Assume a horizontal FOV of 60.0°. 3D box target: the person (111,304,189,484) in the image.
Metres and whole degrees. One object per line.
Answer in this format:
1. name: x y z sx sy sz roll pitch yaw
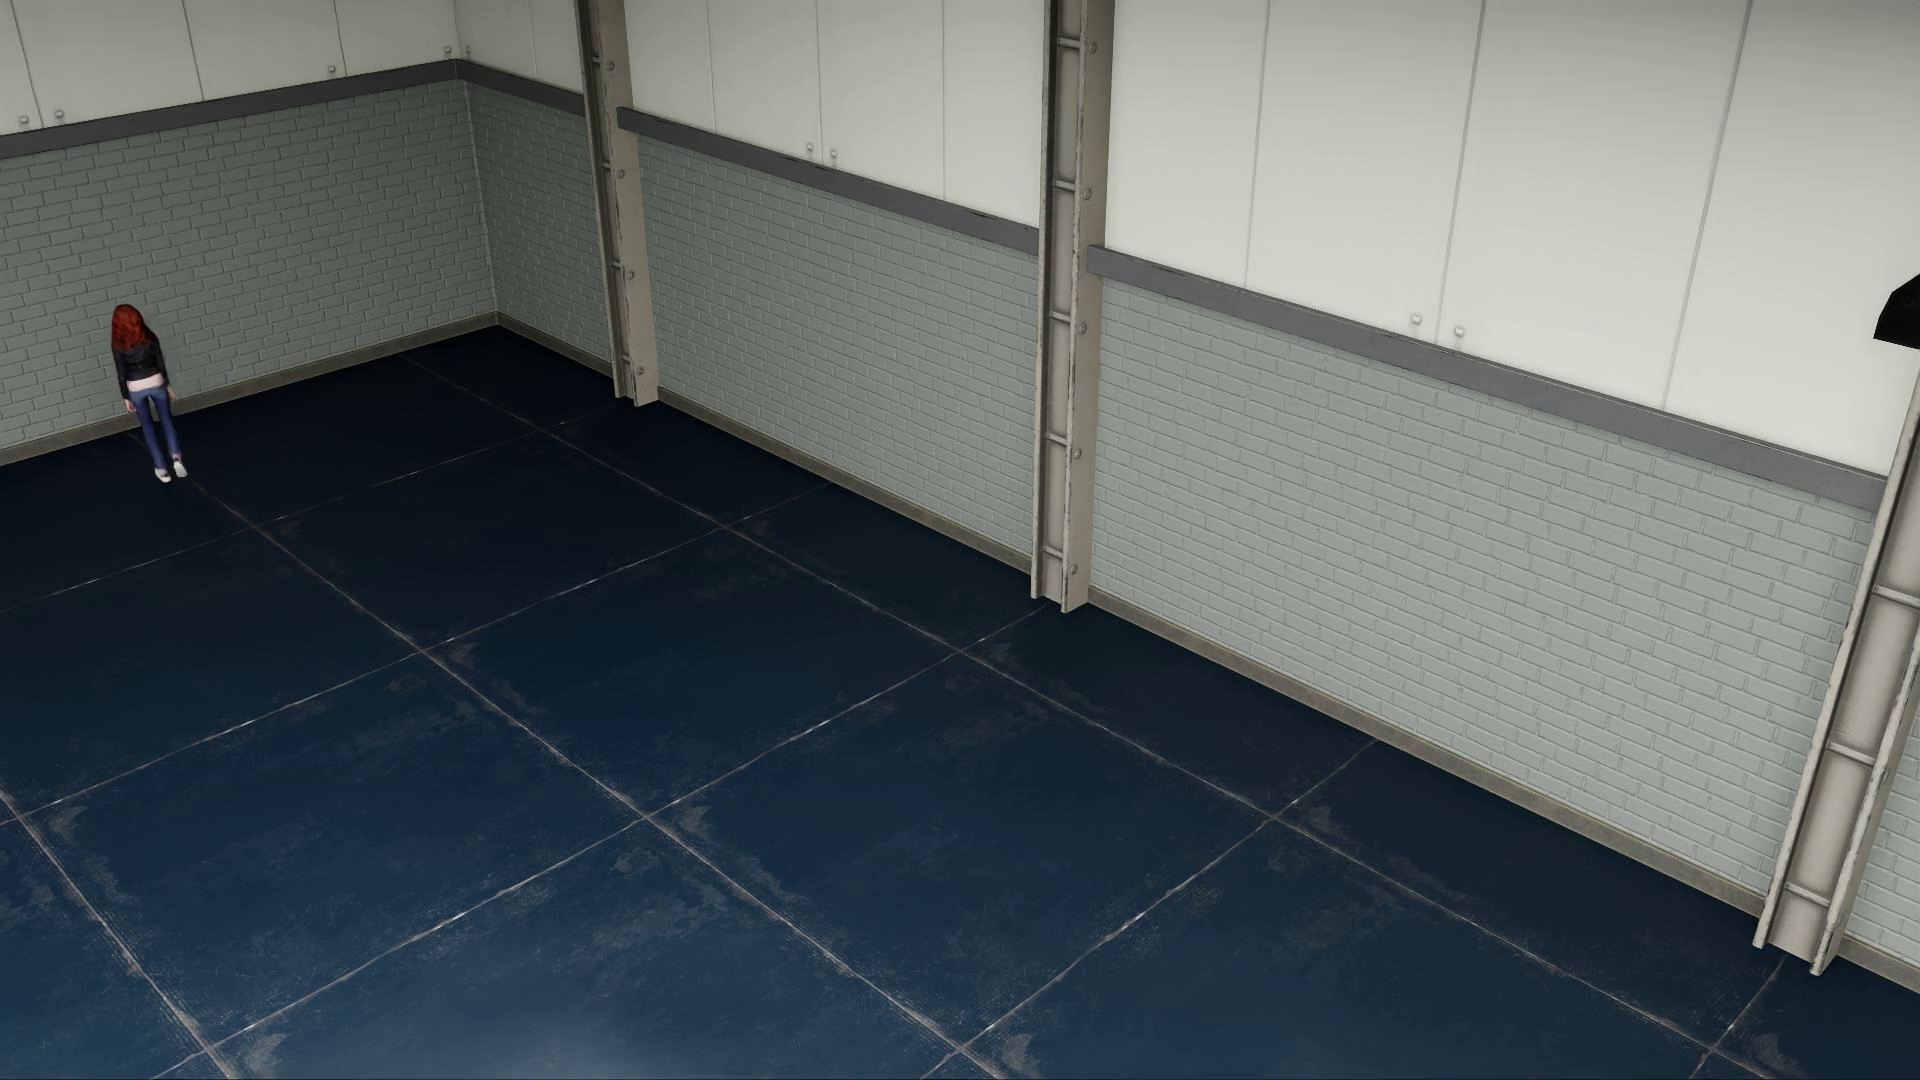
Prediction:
1. person: -7.452 -1.314 15.328 0.635 1.781 0.880 -21 35 -34
